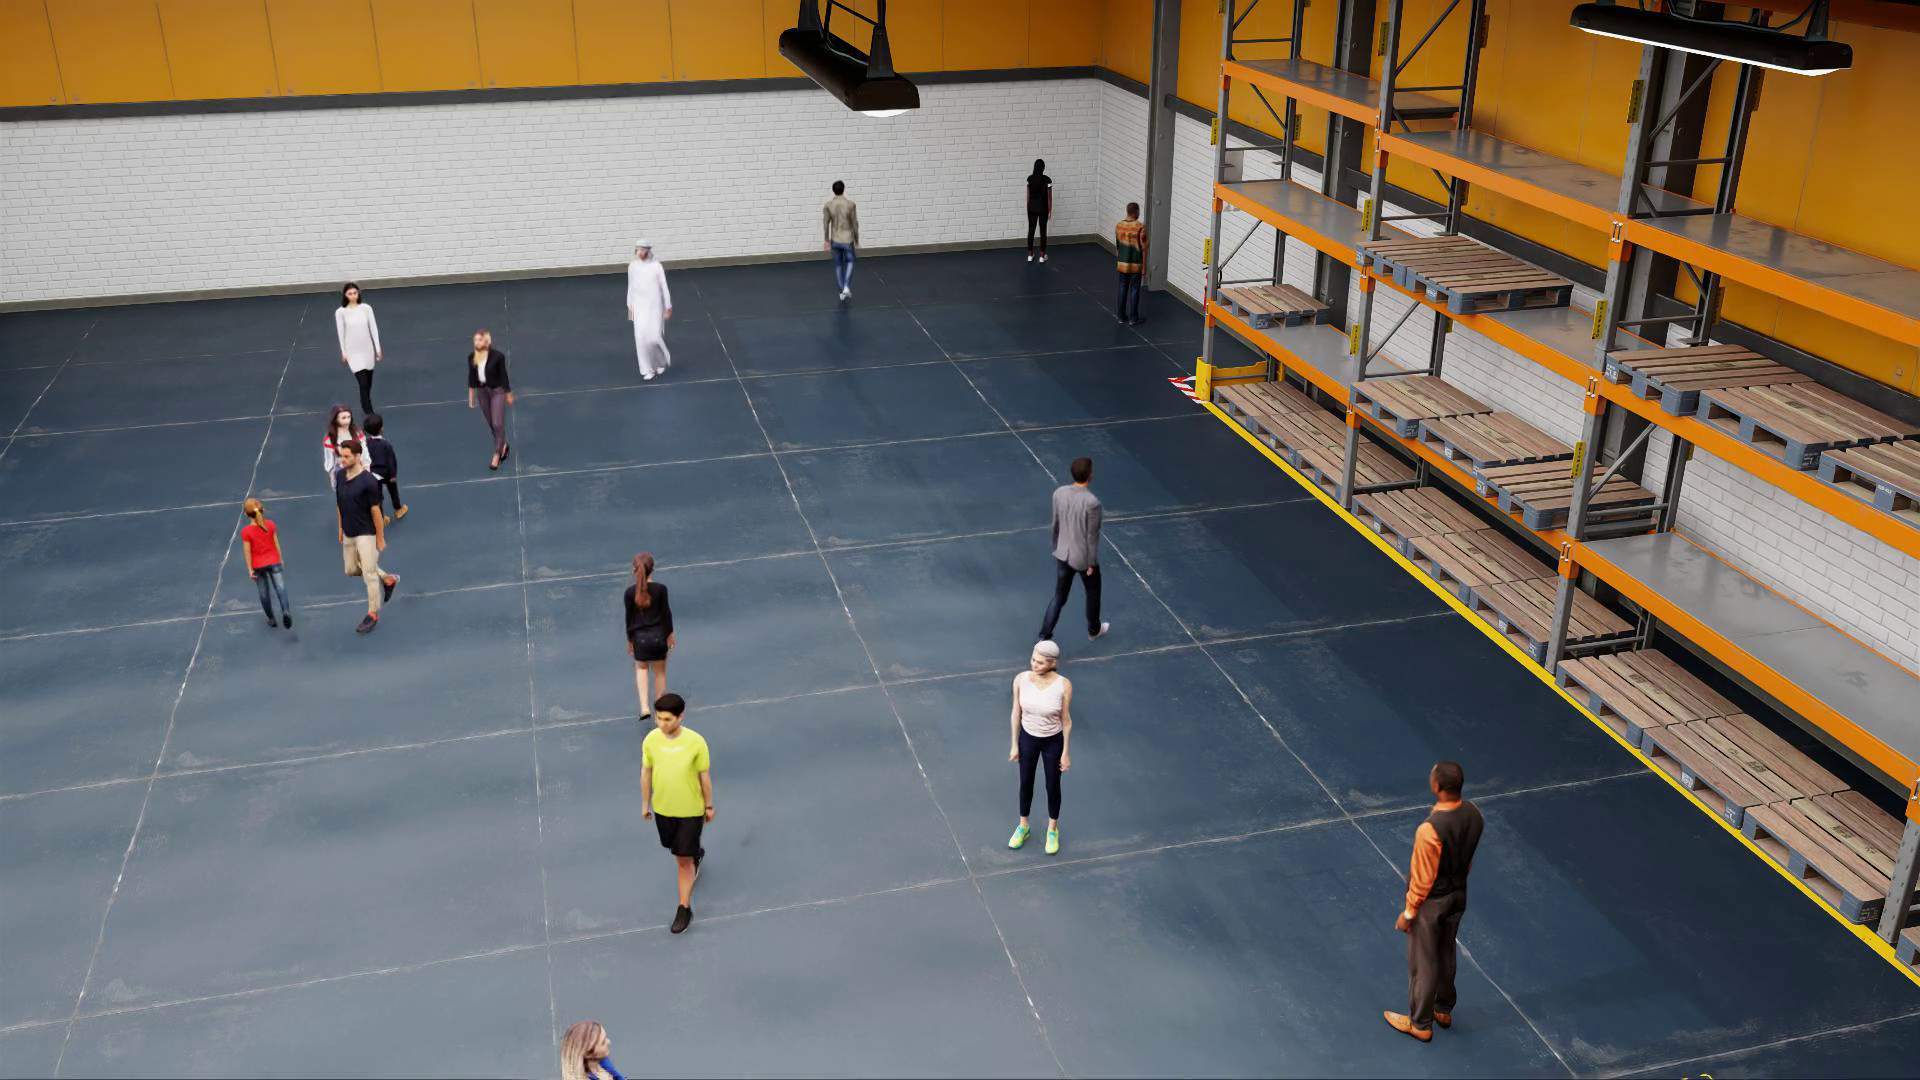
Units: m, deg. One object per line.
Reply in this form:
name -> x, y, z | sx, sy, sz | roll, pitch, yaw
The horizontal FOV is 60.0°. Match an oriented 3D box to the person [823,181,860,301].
person -> -1.846, -4.635, 25.876 | 0.802, 1.859, 0.777 | 1, 24, 2

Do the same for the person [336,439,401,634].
person -> -5.516, -0.088, 15.487 | 0.965, 1.847, 1.043 | 11, 26, 24

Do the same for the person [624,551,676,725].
person -> -2.558, 0.844, 13.732 | 0.589, 1.546, 0.669 | -2, 24, -5

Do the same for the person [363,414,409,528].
person -> -6.196, -0.715, 17.731 | 0.666, 1.199, 0.801 | 3, 24, 8

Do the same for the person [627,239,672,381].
person -> -4.152, -3.128, 22.368 | 0.923, 1.907, 0.979 | 7, 25, 16

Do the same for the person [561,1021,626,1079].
person -> -1.894, 3.152, 8.305 | 0.763, 1.664, 1.099 | -3, 24, -7

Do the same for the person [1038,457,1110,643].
person -> 0.994, 0.187, 14.877 | 1.240, 1.832, 1.238 | 16, 28, 32

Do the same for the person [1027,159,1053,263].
person -> 1.327, -5.609, 28.265 | 0.688, 1.729, 0.712 | 7, 24, 15

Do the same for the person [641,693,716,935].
person -> -1.914, 1.773, 11.445 | 0.959, 1.676, 1.188 | 5, 24, 11

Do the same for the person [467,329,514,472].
person -> -5.412, -1.676, 19.372 | 0.849, 1.646, 1.016 | 4, 24, 9

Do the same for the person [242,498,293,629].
person -> -6.409, 0.246, 15.408 | 0.616, 1.299, 0.772 | -16, 28, -32

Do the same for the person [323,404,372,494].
person -> -6.286, -0.643, 17.118 | 0.855, 1.559, 1.137 | -16, 28, -32

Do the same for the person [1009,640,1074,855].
person -> 0.598, 1.472, 12.099 | 0.687, 1.704, 0.707 | 7, 25, 16

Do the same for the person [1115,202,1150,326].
person -> 2.537, -4.118, 24.759 | 0.814, 1.806, 0.885 | 15, 28, 31

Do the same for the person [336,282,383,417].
person -> -7.469, -2.332, 20.717 | 0.850, 1.771, 1.220 | -14, 27, -29

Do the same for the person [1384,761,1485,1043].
person -> 2.928, 2.202, 10.177 | 0.774, 1.905, 0.741 | -16, 28, -33
